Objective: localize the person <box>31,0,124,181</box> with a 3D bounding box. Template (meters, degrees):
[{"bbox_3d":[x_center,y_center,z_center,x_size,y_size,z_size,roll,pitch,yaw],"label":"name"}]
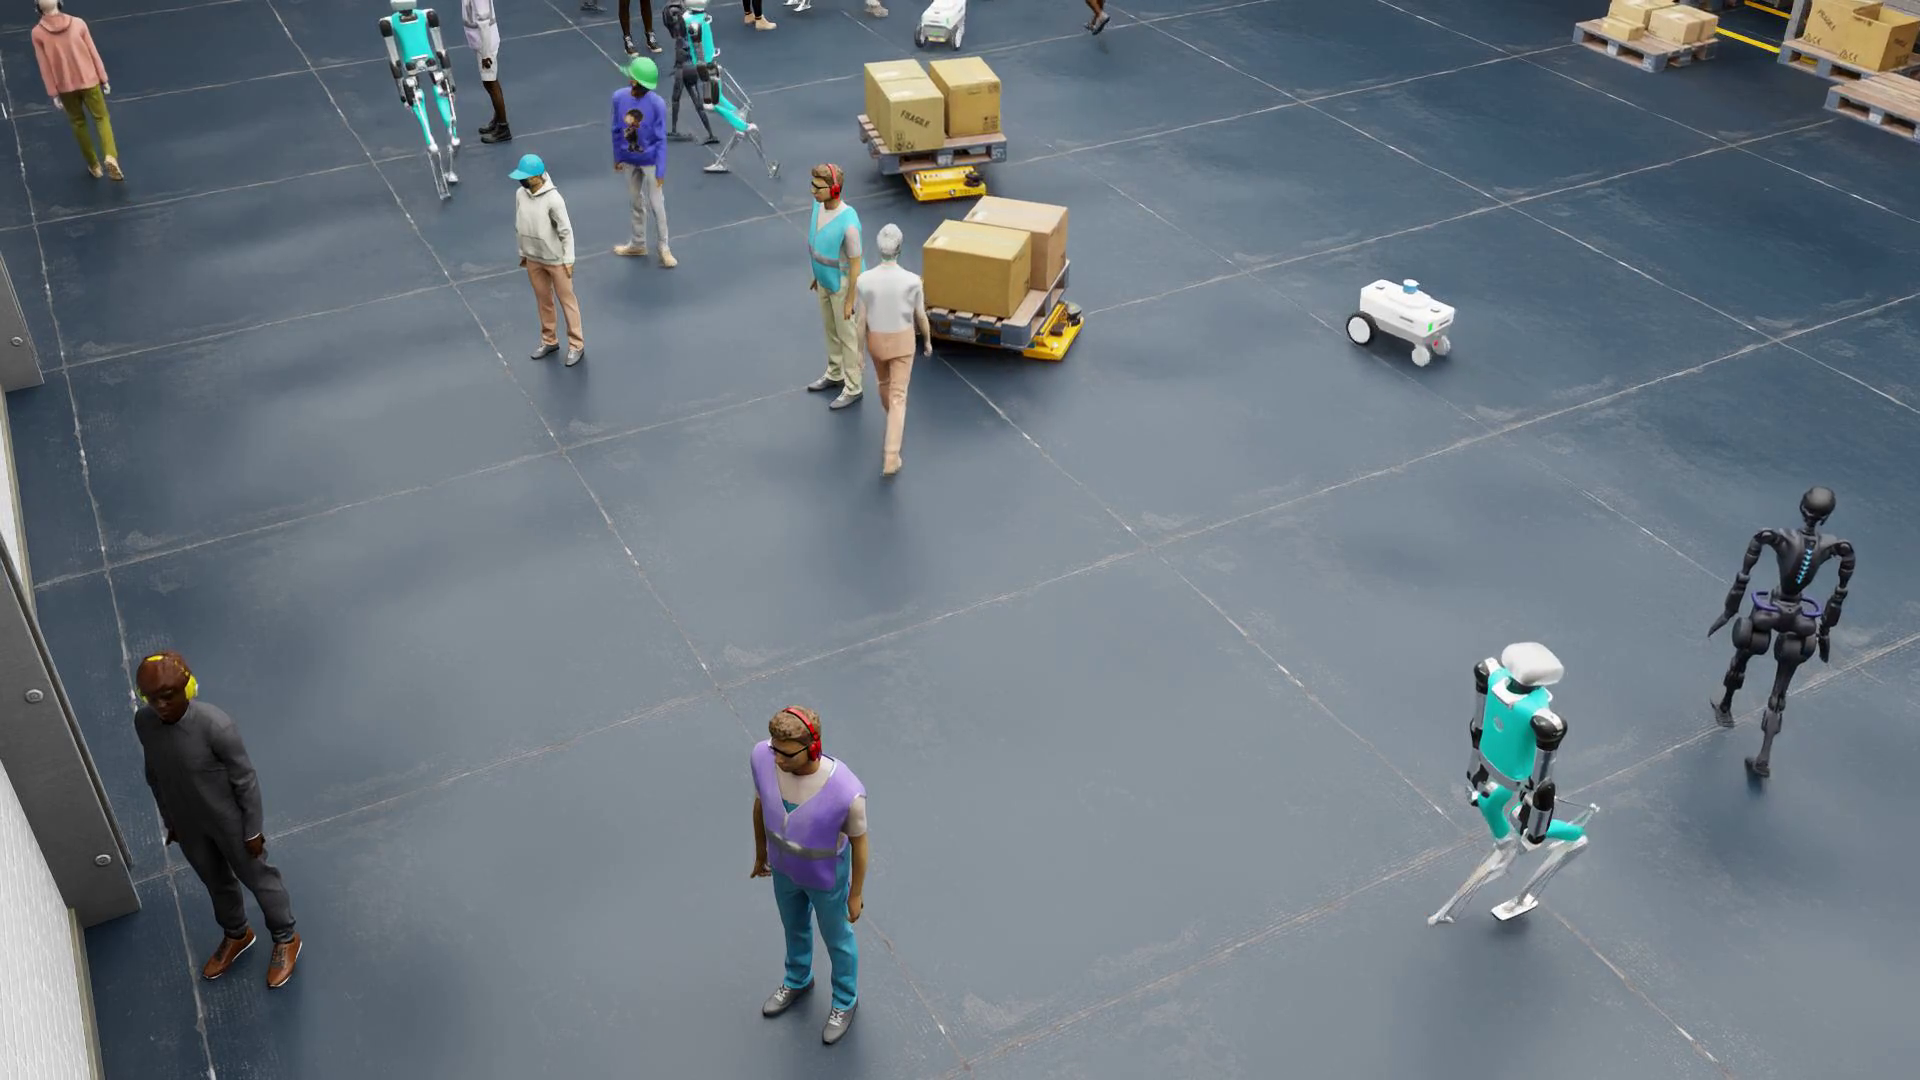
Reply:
[{"bbox_3d":[-8.131,-4.172,15.327,0.538,1.813,0.710,-17,38,-22],"label":"person"}]

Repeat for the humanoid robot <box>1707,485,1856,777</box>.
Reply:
[{"bbox_3d":[4.356,0.472,8.854,0.612,1.633,0.734,8,36,11],"label":"humanoid robot"}]

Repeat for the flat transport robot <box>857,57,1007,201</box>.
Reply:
[{"bbox_3d":[-0.267,-3.621,15.885,0.659,0.231,1.431,-9,36,-13],"label":"flat transport robot"}]

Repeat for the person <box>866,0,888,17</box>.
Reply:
[{"bbox_3d":[-0.970,-7.020,19.343,0.562,1.868,0.513,-27,43,-33],"label":"person"}]

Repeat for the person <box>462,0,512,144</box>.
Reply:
[{"bbox_3d":[-4.669,-4.830,16.171,0.381,1.929,0.545,-12,37,-16],"label":"person"}]

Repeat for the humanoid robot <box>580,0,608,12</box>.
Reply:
[{"bbox_3d":[-4.401,-7.065,19.576,0.365,1.653,0.590,-5,35,-7],"label":"humanoid robot"}]

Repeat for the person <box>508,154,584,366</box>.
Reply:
[{"bbox_3d":[-3.105,-2.101,12.489,0.476,1.673,0.374,14,37,20],"label":"person"}]

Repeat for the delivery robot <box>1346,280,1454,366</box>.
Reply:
[{"bbox_3d":[3.460,-1.738,12.937,0.499,0.583,0.767,-27,43,-33],"label":"delivery robot"}]

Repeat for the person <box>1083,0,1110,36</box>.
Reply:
[{"bbox_3d":[1.530,-6.630,18.734,0.603,1.927,0.544,-22,41,-28],"label":"person"}]

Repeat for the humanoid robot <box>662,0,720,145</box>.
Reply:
[{"bbox_3d":[-2.710,-4.664,16.159,0.628,1.635,0.600,-5,35,-7],"label":"humanoid robot"}]

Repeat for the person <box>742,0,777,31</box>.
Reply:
[{"bbox_3d":[-2.377,-6.733,19.081,0.322,1.697,0.532,-20,40,-26],"label":"person"}]

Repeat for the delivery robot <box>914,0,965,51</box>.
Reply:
[{"bbox_3d":[-0.185,-5.921,18.914,0.499,0.587,0.769,9,36,13],"label":"delivery robot"}]

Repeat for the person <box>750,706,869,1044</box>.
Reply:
[{"bbox_3d":[-0.653,1.437,7.289,0.568,1.844,0.380,18,39,24],"label":"person"}]

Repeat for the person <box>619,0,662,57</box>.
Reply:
[{"bbox_3d":[-3.627,-6.318,18.281,0.606,1.949,0.379,-19,39,-25],"label":"person"}]

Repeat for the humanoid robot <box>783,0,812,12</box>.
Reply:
[{"bbox_3d":[-1.850,-7.048,19.386,0.735,1.673,0.533,-19,39,-25],"label":"humanoid robot"}]

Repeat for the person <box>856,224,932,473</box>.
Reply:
[{"bbox_3d":[-0.454,-1.343,11.393,0.498,1.695,0.941,4,35,6],"label":"person"}]

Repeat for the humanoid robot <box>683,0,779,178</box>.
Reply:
[{"bbox_3d":[-2.060,-4.178,15.446,0.898,1.820,0.559,-4,35,-6],"label":"humanoid robot"}]

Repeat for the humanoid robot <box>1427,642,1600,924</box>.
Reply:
[{"bbox_3d":[2.683,1.187,7.769,0.827,1.801,0.542,-13,37,-18],"label":"humanoid robot"}]

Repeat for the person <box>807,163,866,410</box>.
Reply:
[{"bbox_3d":[-0.881,-1.833,11.958,0.390,1.846,0.562,-20,40,-26],"label":"person"}]

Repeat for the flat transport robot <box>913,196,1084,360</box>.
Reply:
[{"bbox_3d":[0.209,-1.752,13.217,1.431,0.231,0.659,11,37,16],"label":"flat transport robot"}]

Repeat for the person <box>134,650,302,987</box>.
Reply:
[{"bbox_3d":[-3.378,1.265,7.511,0.500,1.875,0.350,6,35,9],"label":"person"}]

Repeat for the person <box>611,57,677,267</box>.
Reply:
[{"bbox_3d":[-2.730,-3.151,13.869,0.664,1.836,0.362,9,36,13],"label":"person"}]

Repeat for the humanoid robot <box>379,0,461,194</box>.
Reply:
[{"bbox_3d":[-4.840,-3.992,15.233,0.555,1.891,0.762,-17,38,-22],"label":"humanoid robot"}]
